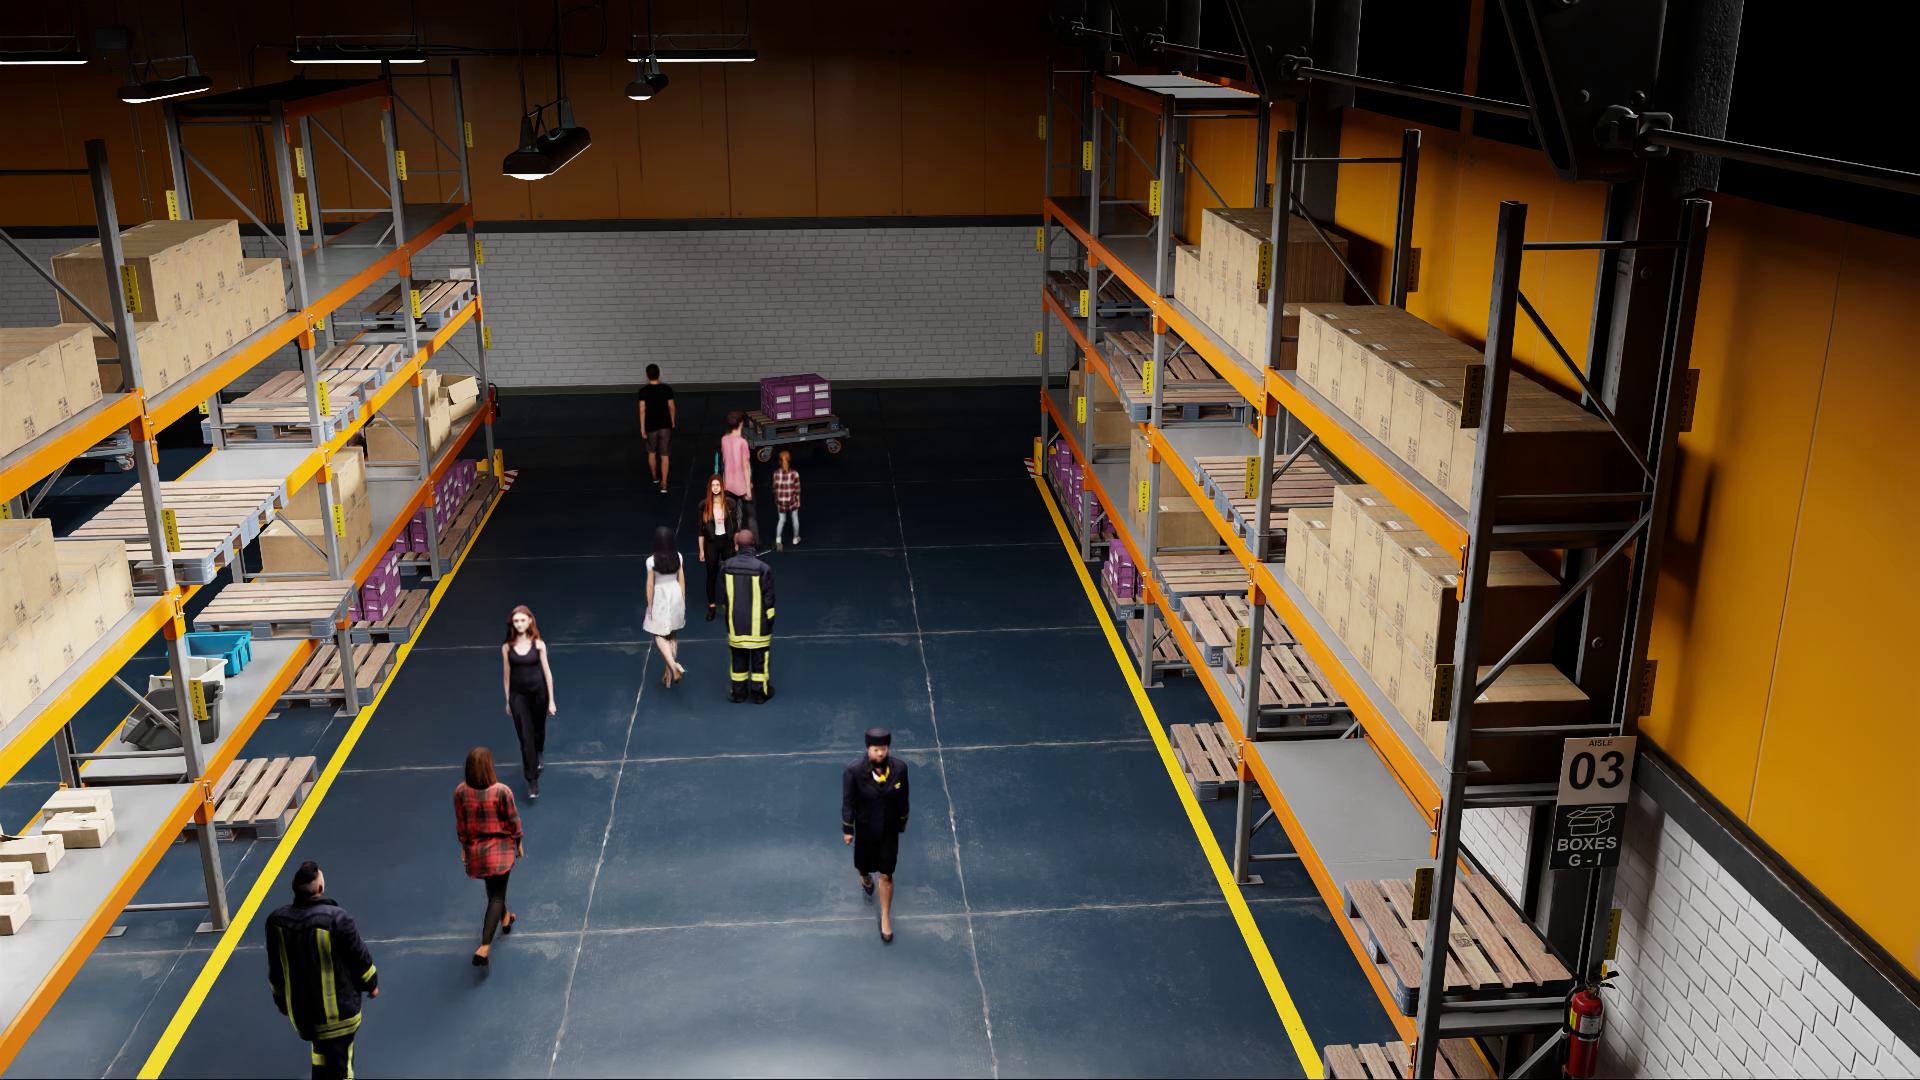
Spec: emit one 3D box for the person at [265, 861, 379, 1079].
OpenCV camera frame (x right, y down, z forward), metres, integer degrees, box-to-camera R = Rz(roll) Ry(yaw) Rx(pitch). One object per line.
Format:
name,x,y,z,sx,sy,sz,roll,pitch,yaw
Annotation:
person,-4.053,2.878,10.491,0.832,1.852,0.803,3,19,8

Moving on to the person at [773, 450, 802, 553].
person,-2.247,-0.496,21.384,0.648,1.293,0.914,3,19,8

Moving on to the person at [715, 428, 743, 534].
person,-3.002,-0.750,21.813,0.560,1.500,0.559,-1,19,-3

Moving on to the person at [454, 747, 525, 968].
person,-3.508,2.360,12.316,0.760,1.668,1.152,2,19,5

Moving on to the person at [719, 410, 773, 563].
person,-2.843,-0.638,20.802,1.039,1.933,1.135,13,23,34

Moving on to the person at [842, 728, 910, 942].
person,-0.662,2.202,12.816,0.760,1.648,1.053,-4,19,-11

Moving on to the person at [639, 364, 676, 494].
person,-4.305,-1.559,23.718,0.758,1.819,1.203,-4,19,-11

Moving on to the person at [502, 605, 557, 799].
person,-3.901,1.398,15.123,0.715,1.699,1.162,-4,19,-12

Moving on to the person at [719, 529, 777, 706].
person,-2.142,0.766,16.811,0.829,1.819,0.813,5,19,14

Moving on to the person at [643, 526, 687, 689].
person,-2.970,0.729,17.014,0.829,1.760,1.010,-10,21,-27

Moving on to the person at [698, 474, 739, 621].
person,-2.754,0.064,19.066,0.637,1.711,0.562,-4,19,-12
